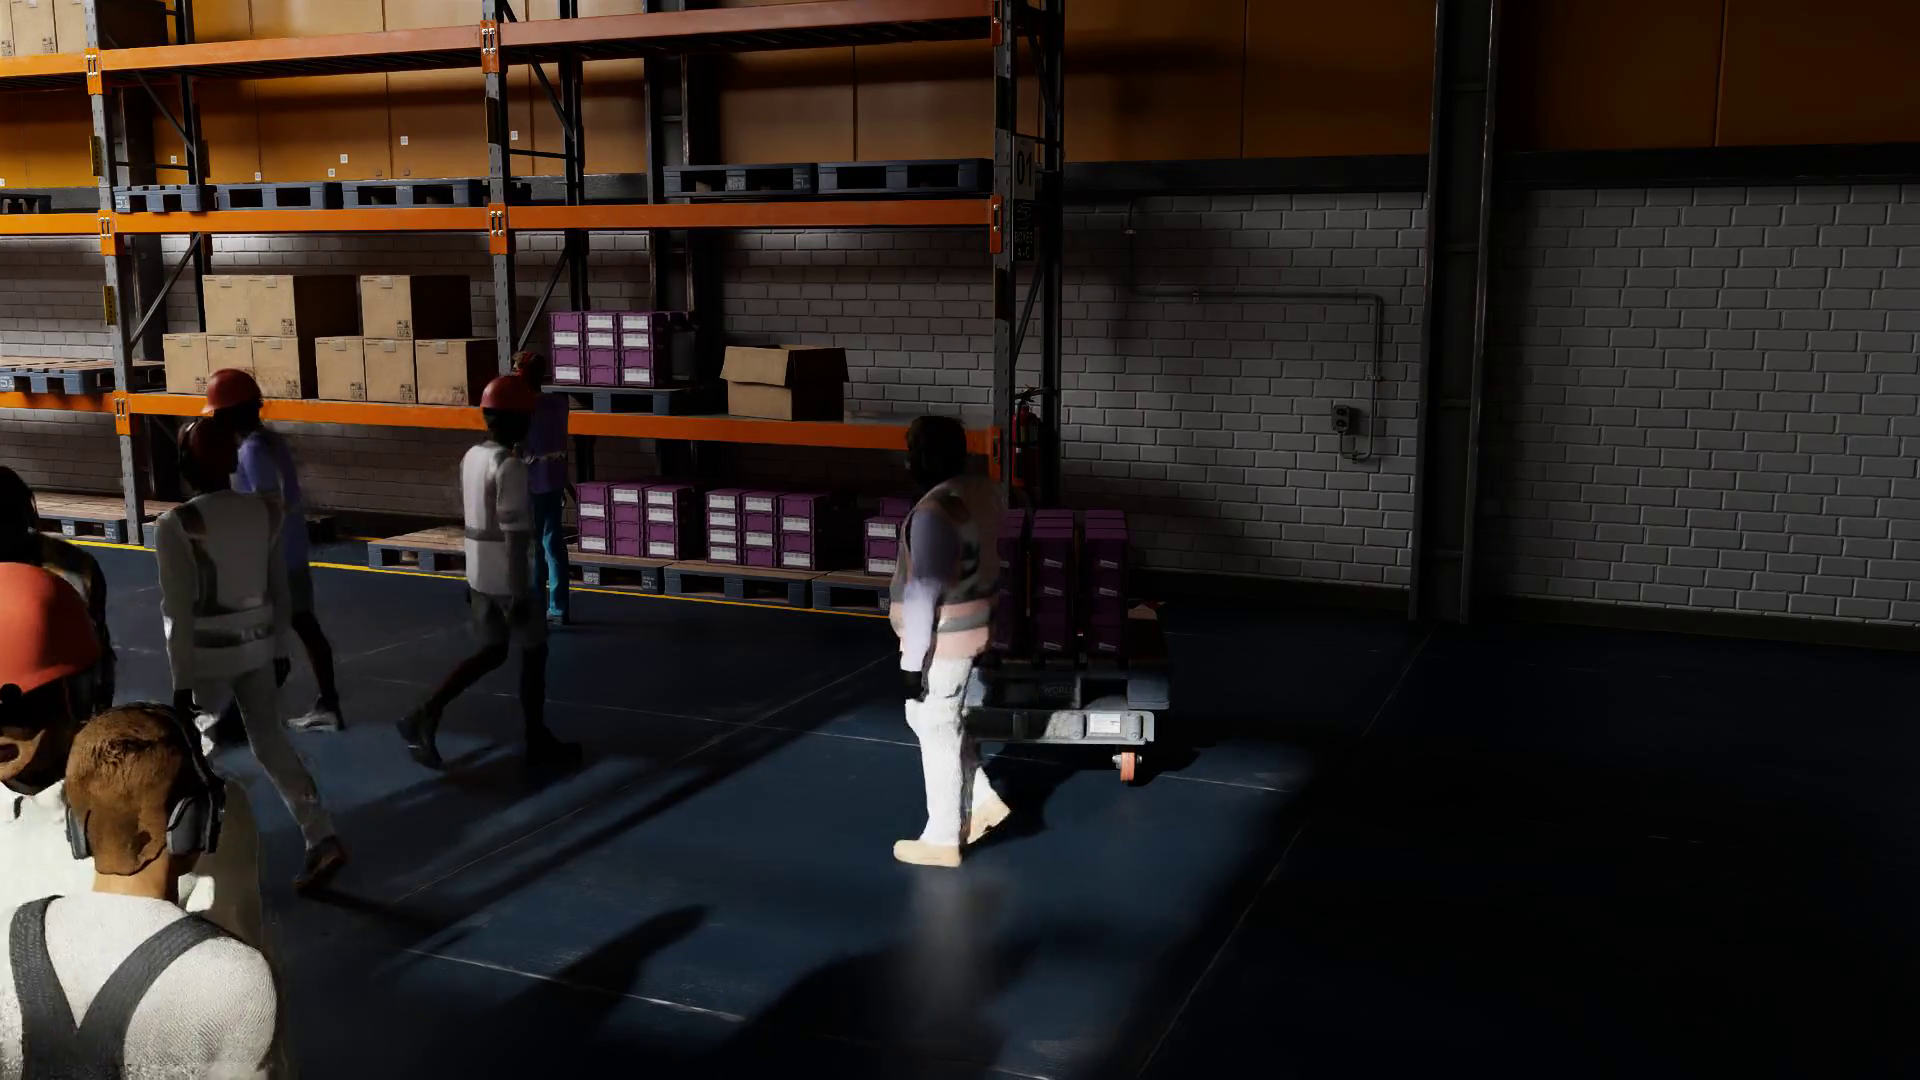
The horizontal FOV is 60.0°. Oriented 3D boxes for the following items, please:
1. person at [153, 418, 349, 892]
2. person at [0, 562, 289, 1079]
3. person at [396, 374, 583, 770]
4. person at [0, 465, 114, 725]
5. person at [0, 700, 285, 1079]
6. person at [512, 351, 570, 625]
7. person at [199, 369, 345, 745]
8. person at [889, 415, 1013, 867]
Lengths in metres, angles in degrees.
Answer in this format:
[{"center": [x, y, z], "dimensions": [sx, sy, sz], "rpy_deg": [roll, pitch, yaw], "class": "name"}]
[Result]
[{"center": [-2.764, 0.447, 6.383], "dimensions": [0.936, 1.851, 0.586], "rpy_deg": [5, 11, 29], "class": "person"}, {"center": [-1.416, 0.989, 2.727], "dimensions": [0.628, 1.973, 0.512], "rpy_deg": [-1, 10, -6], "class": "person"}, {"center": [-2.239, 0.176, 7.852], "dimensions": [0.798, 1.907, 0.542], "rpy_deg": [-8, 12, -39], "class": "person"}, {"center": [-3.109, 0.629, 5.439], "dimensions": [0.627, 1.810, 0.848], "rpy_deg": [-7, 12, -35], "class": "person"}, {"center": [-1.204, 1.117, 2.560], "dimensions": [0.500, 1.779, 1.009], "rpy_deg": [1, 10, 6], "class": "person"}, {"center": [-2.770, -0.315, 10.930], "dimensions": [0.384, 1.849, 0.570], "rpy_deg": [4, 10, 25], "class": "person"}, {"center": [-3.570, 0.085, 8.390], "dimensions": [0.851, 1.886, 0.583], "rpy_deg": [-2, 10, -9], "class": "person"}, {"center": [-0.074, 0.414, 6.618], "dimensions": [0.441, 1.829, 0.651], "rpy_deg": [3, 10, 17], "class": "person"}]
